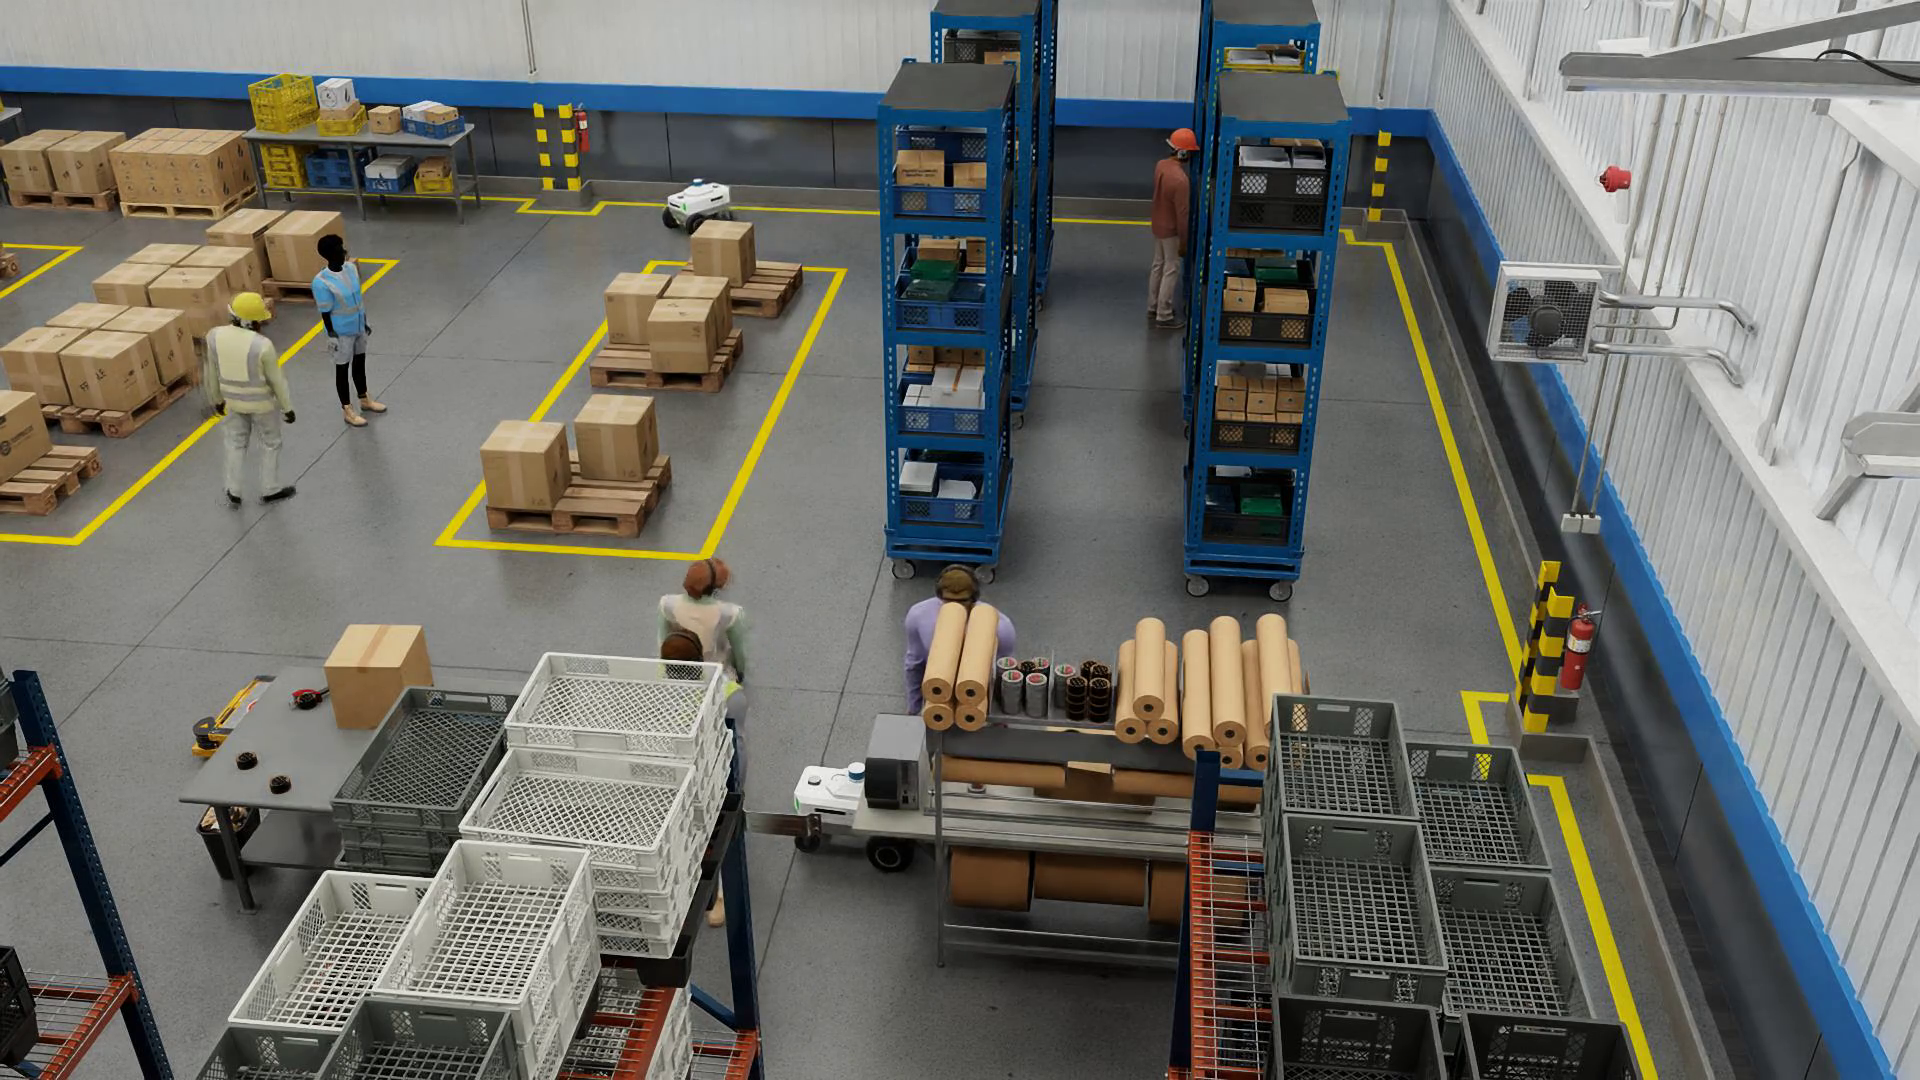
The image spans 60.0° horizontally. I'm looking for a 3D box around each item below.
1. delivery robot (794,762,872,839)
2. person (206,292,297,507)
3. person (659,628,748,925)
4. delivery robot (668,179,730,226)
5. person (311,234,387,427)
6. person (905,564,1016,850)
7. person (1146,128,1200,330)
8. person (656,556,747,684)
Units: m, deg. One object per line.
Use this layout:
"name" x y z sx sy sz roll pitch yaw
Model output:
"delivery robot" -0.595 1.514 9.675 0.707 0.478 0.477 6 31 10
"person" -5.578 -1.096 13.042 0.716 1.781 0.426 6 31 11
"person" -1.434 1.256 8.945 0.629 1.837 0.429 11 32 18
"delivery robot" -2.964 -3.857 18.901 0.477 0.478 0.707 25 38 35
"person" -5.301 -1.829 14.379 0.318 1.697 0.533 9 31 16
"person" 0.000 0.945 9.389 0.628 1.932 0.369 8 31 14
"person" 2.066 -3.017 16.143 0.410 1.980 0.629 -9 31 -15
"person" -1.552 0.783 9.971 0.583 1.615 0.431 2 30 4
